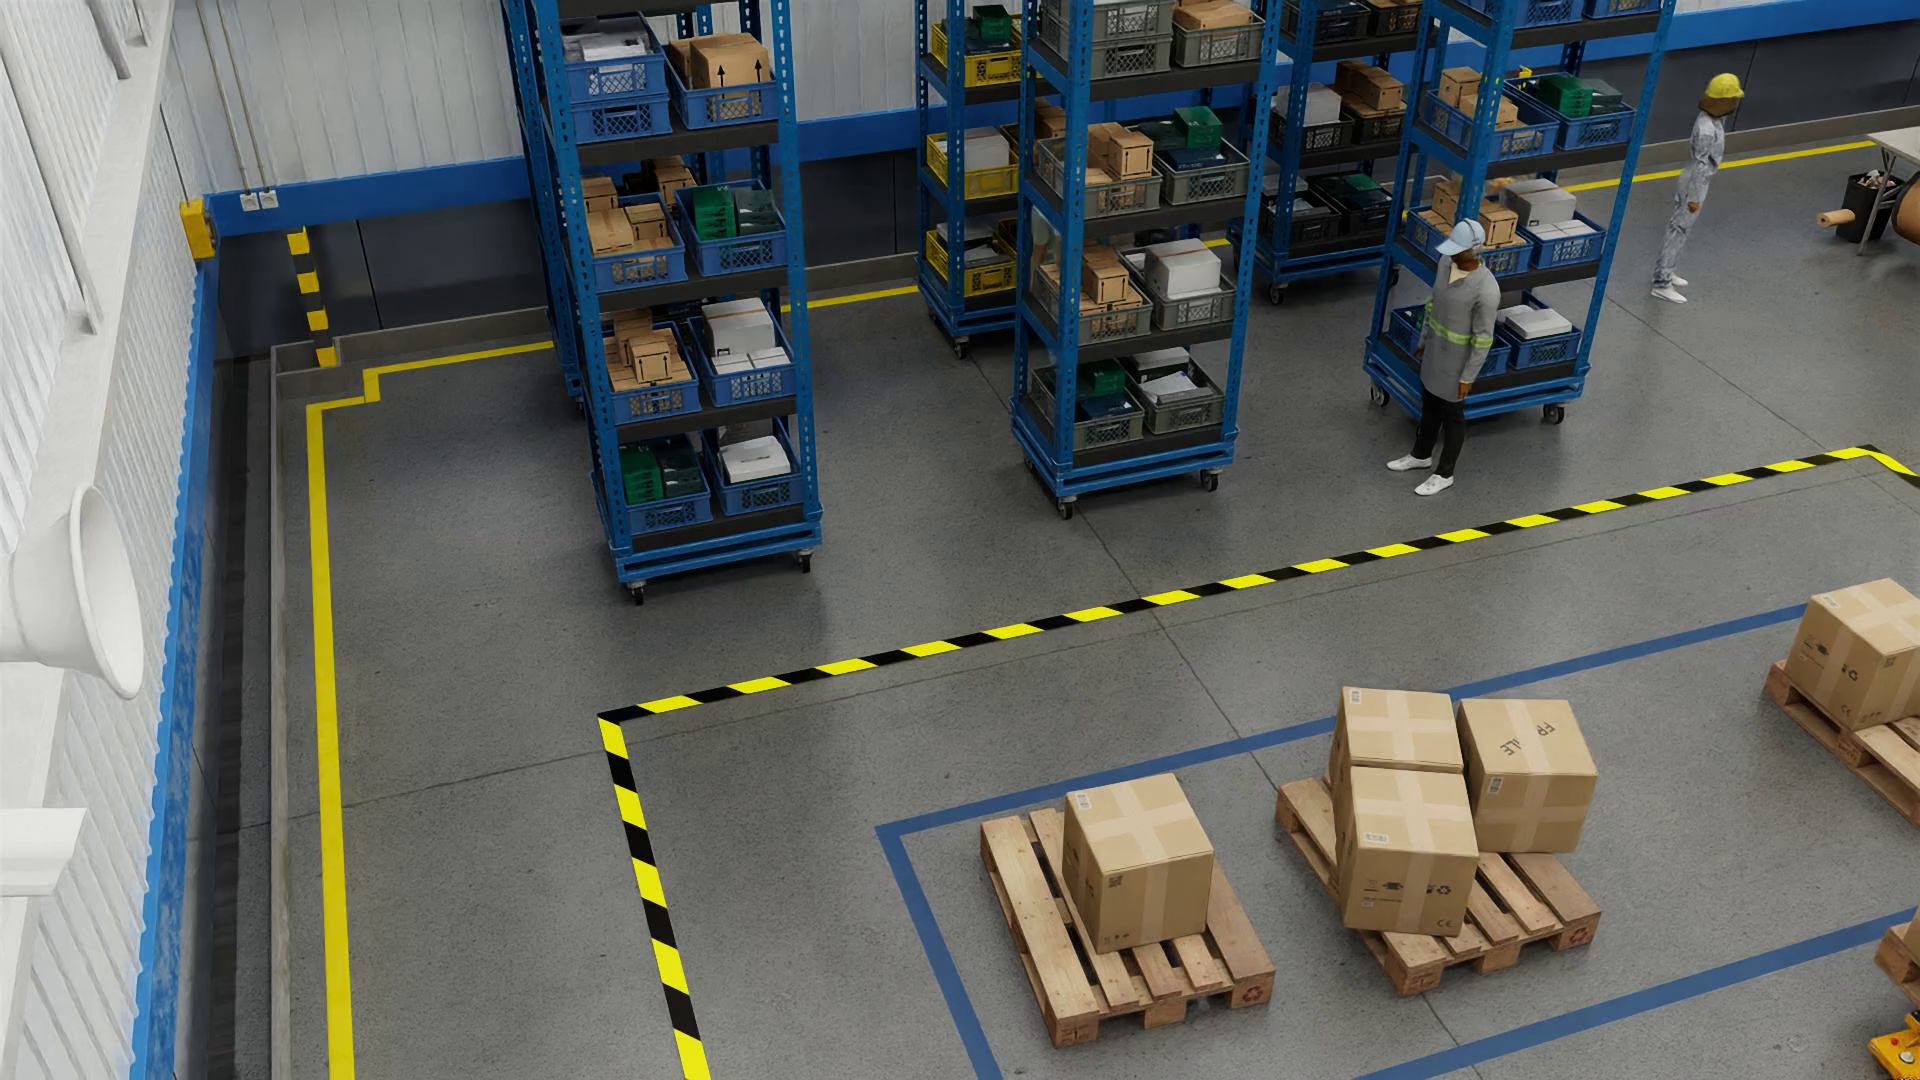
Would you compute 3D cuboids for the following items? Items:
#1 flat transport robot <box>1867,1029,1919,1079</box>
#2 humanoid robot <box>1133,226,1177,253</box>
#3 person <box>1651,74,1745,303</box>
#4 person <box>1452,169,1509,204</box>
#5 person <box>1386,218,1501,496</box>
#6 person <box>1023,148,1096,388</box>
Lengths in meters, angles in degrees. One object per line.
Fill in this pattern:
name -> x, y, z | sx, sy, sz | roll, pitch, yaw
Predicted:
flat transport robot -> 4.649, 2.165, 6.961 | 1.431, 0.197, 0.652 | -9, 36, -13
humanoid robot -> 1.260, -1.616, 11.123 | 0.333, 1.657, 0.609 | 0, 35, -1
person -> 5.567, -2.662, 12.548 | 0.300, 1.742, 0.492 | 14, 37, 18
person -> 3.671, -2.093, 11.645 | 0.963, 1.872, 0.556 | -8, 36, -11
person -> 3.003, -1.135, 10.294 | 0.394, 1.848, 0.586 | -11, 37, -15
person -> 0.721, -1.844, 11.342 | 0.429, 1.799, 0.715 | 25, 42, 31
